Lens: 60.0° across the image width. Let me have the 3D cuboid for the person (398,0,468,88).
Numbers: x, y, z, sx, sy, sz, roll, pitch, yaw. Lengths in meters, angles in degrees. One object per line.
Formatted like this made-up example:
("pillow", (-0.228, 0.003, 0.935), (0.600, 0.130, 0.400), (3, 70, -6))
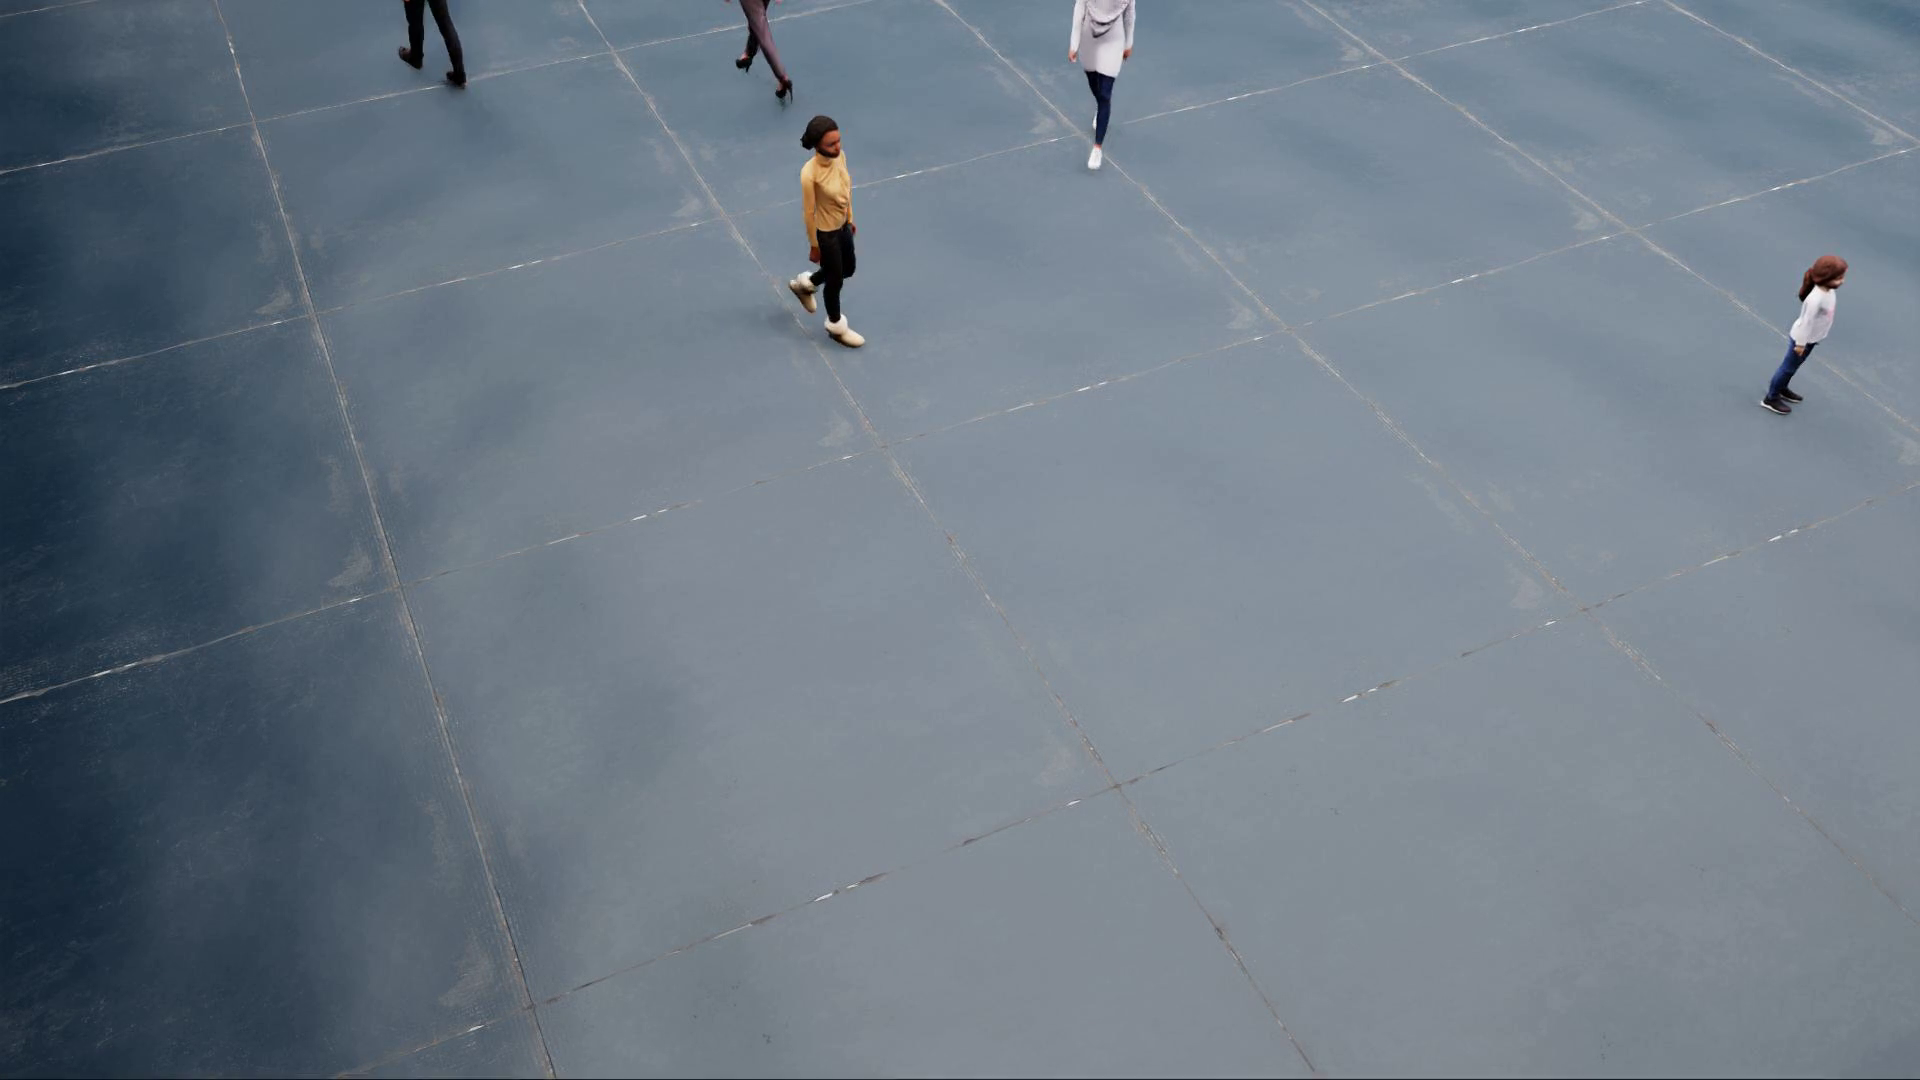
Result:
("person", (-4.275, -4.481, 13.395), (0.887, 1.740, 1.096), (-29, 50, -28))

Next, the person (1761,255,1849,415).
("person", (5.267, -1.301, 10.363), (0.559, 1.110, 0.513), (29, 50, 28))

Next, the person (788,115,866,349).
("person", (-0.910, -2.018, 10.753), (0.973, 1.647, 0.869), (21, 46, 22))

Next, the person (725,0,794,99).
("person", (-1.572, -4.312, 13.301), (1.118, 1.618, 0.859), (32, 51, 30))

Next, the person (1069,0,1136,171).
("person", (1.084, -3.800, 12.647), (1.087, 1.738, 1.179), (12, 44, 13))
